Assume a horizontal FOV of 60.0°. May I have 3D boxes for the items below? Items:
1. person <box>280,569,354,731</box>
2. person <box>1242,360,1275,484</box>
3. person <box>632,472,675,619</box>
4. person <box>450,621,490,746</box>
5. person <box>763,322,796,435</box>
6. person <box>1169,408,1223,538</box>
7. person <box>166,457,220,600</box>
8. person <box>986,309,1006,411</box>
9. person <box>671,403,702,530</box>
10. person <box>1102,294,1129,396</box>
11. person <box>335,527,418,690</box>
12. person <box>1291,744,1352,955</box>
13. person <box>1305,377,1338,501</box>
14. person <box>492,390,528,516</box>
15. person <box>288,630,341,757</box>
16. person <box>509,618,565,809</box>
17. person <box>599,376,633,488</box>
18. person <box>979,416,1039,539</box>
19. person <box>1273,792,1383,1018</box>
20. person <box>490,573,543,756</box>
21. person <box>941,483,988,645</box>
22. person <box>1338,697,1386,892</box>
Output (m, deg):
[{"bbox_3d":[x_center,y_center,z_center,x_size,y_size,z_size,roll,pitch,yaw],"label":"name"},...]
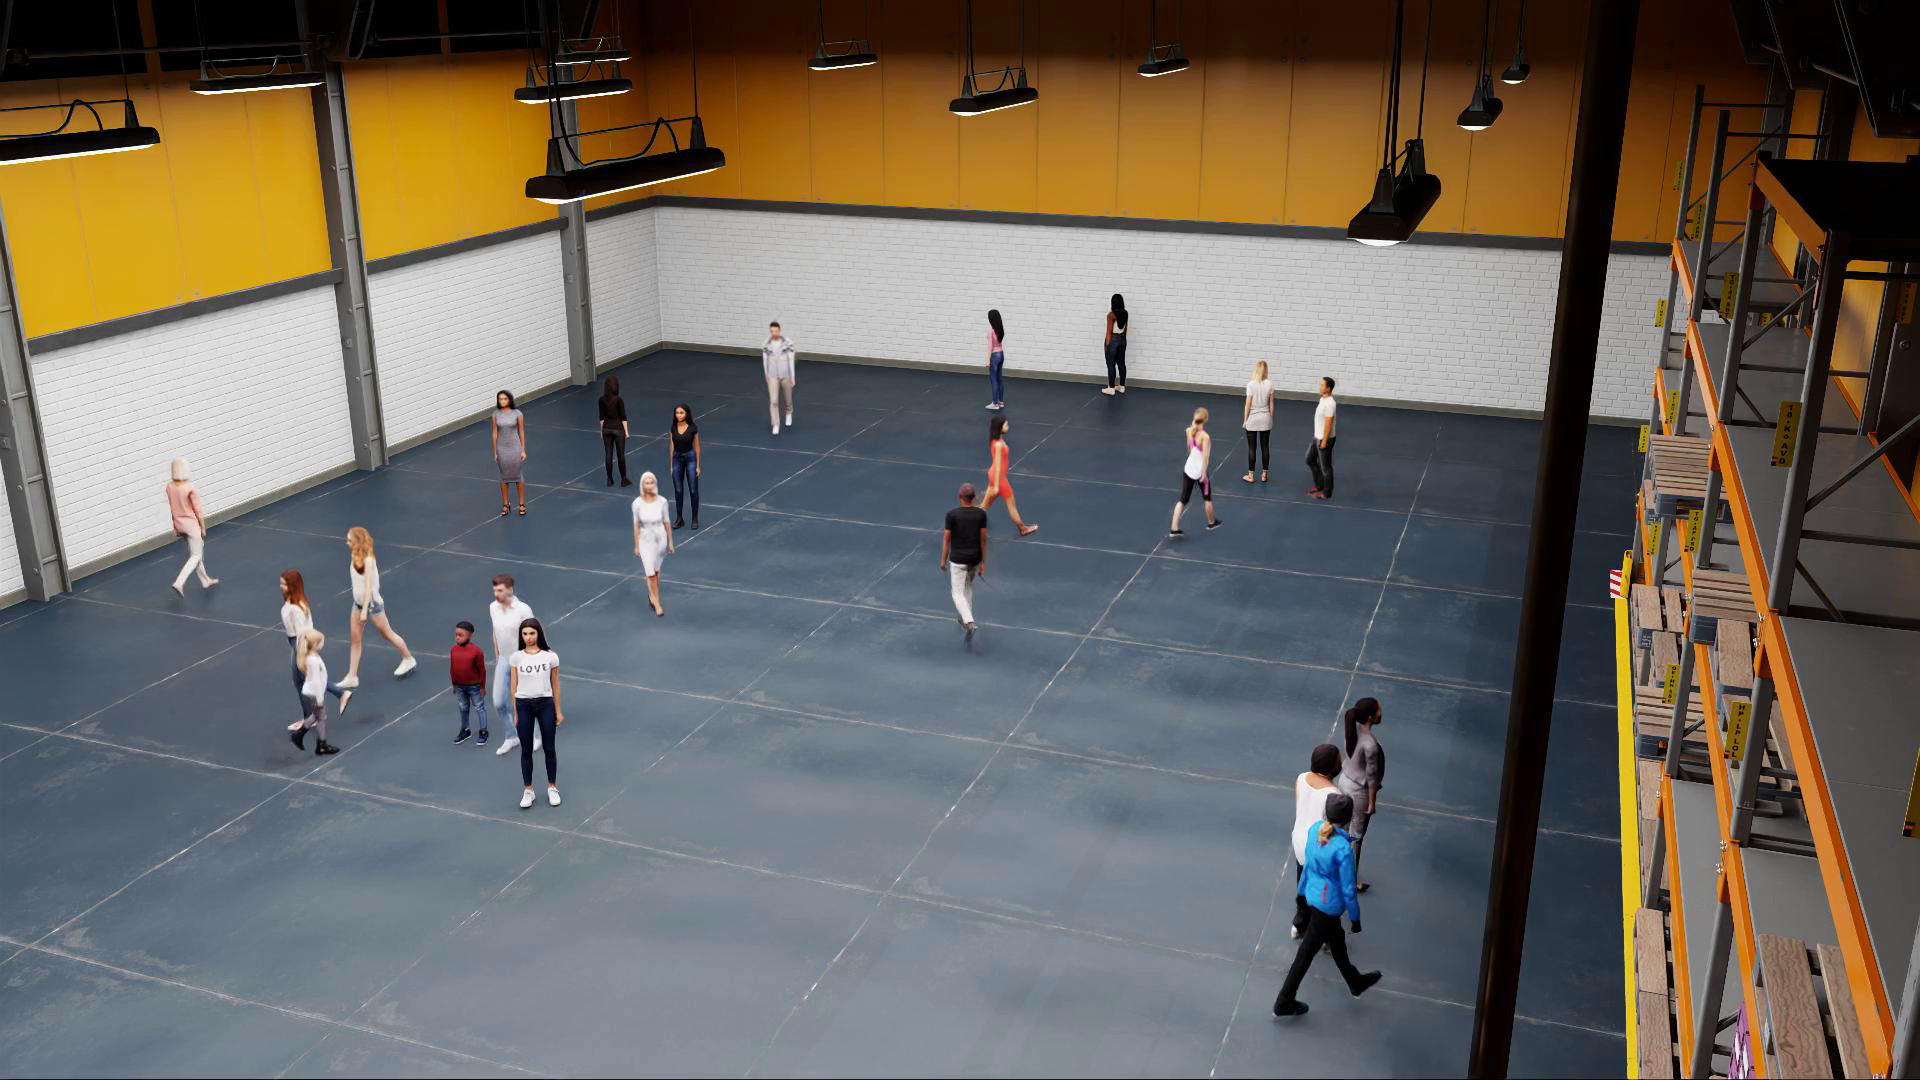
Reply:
[{"bbox_3d":[-6.395,1.068,16.401,0.955,1.707,0.920,-6,20,-18],"label":"person"},{"bbox_3d":[4.420,-1.757,24.602,0.694,1.825,0.693,-3,19,-9],"label":"person"},{"bbox_3d":[-3.622,0.033,19.470,1.022,1.708,1.073,-9,21,-25],"label":"person"},{"bbox_3d":[-4.778,1.378,16.186,0.525,1.255,0.511,4,19,11],"label":"person"},{"bbox_3d":[-2.957,-2.714,27.414,0.968,1.846,1.204,-1,19,-4],"label":"person"},{"bbox_3d":[3.055,-0.857,22.068,1.227,1.737,0.987,-15,24,-37],"label":"person"},{"bbox_3d":[-9.311,-0.132,19.970,0.625,1.702,1.027,6,19,16],"label":"person"},{"bbox_3d":[0.623,-3.148,28.866,0.686,1.741,0.534,13,23,34],"label":"person"},{"bbox_3d":[-3.720,-1.014,22.534,0.619,1.738,0.613,2,19,5],"label":"person"},{"bbox_3d":[2.815,-3.501,29.905,0.711,1.747,0.803,-14,23,-35],"label":"person"},{"bbox_3d":[-6.111,0.698,17.487,1.201,1.714,0.889,-18,25,-42],"label":"person"},{"bbox_3d":[2.760,2.327,12.690,0.817,1.688,0.754,-8,20,-23],"label":"person"},{"bbox_3d":[5.295,-1.453,23.746,0.825,1.797,0.707,-1,19,-3],"label":"person"},{"bbox_3d":[-6.242,-1.214,23.061,0.665,1.781,0.658,-2,19,-5],"label":"person"},{"bbox_3d":[-6.222,1.477,15.873,0.768,1.268,0.693,-12,22,-31],"label":"person"},{"bbox_3d":[-3.800,1.534,14.911,0.669,1.774,0.680,-3,19,-9],"label":"person"},{"bbox_3d":[-5.087,-1.597,24.419,0.618,1.640,0.559,3,19,9],"label":"person"},{"bbox_3d":[0.422,-0.773,21.934,1.052,1.664,1.159,-3,19,-10],"label":"person"},{"bbox_3d":[2.487,2.620,11.716,1.136,1.756,1.149,-6,19,-17],"label":"person"},{"bbox_3d":[-4.185,1.156,15.945,0.677,1.831,0.672,6,19,17],"label":"person"},{"bbox_3d":[0.072,0.273,18.650,1.116,1.778,1.205,-7,20,-20],"label":"person"},{"bbox_3d":[3.222,2.052,13.529,0.770,1.675,0.688,-5,19,-15],"label":"person"}]
